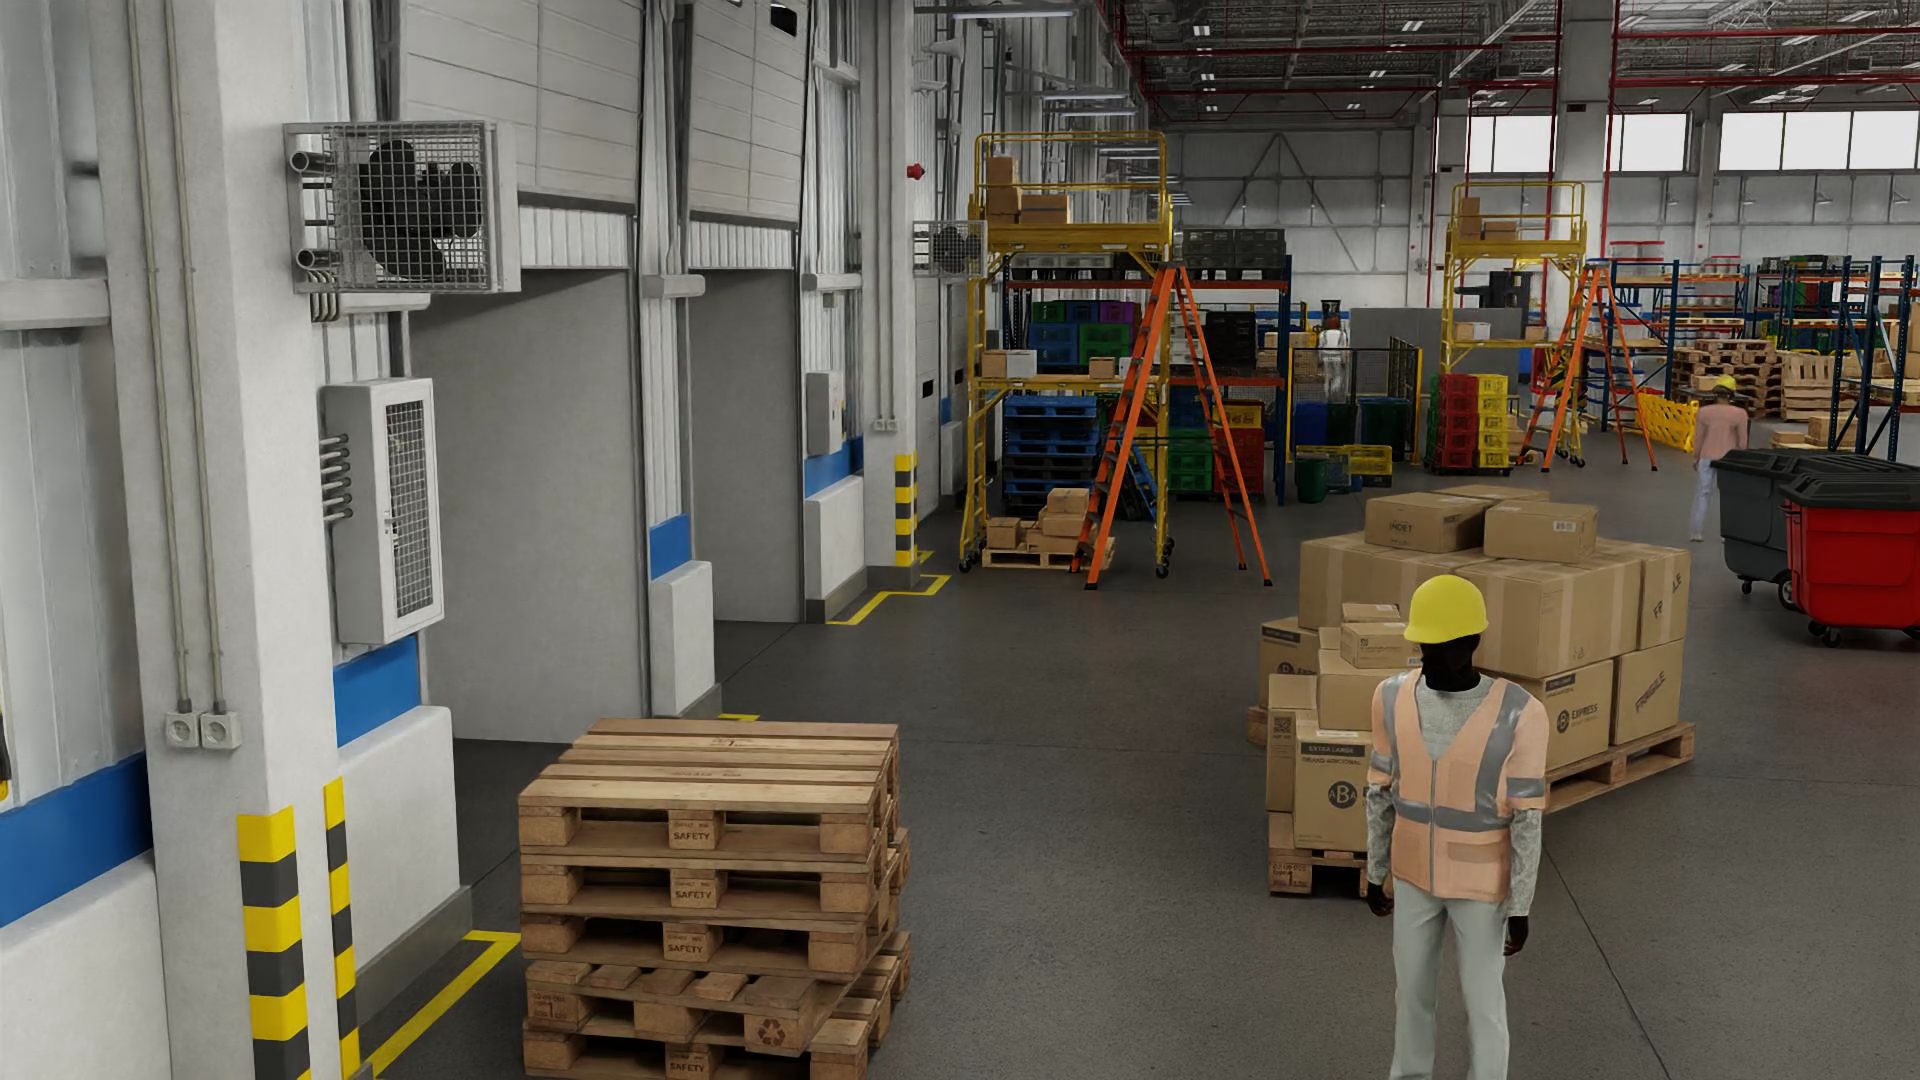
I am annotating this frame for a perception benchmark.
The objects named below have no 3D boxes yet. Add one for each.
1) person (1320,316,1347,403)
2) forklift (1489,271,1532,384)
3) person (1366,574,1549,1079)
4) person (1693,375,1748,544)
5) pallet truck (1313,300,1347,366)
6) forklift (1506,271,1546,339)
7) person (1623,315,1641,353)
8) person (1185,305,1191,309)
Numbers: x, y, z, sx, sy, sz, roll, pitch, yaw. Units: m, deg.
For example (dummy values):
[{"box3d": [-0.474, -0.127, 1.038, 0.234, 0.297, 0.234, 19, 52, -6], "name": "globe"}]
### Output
[{"box3d": [8.025, -3.875, 35.783, 0.594, 1.873, 0.405, 4, 10, 21], "name": "person"}, {"box3d": [13.422, -5.322, 41.591, 1.873, 2.768, 1.129, 1, 9, 9], "name": "forklift"}, {"box3d": [1.532, 1.052, 5.244, 0.584, 1.920, 0.395, 8, 12, 41], "name": "person"}, {"box3d": [7.946, -0.844, 17.402, 0.531, 1.765, 0.327, 7, 11, 36], "name": "person"}, {"box3d": [11.159, -6.200, 49.718, 0.823, 1.965, 1.885, 4, 10, 26], "name": "pallet truck"}, {"box3d": [15.207, -5.962, 45.537, 1.873, 2.768, 1.129, -3, 10, -17], "name": "forklift"}, {"box3d": [18.826, -5.712, 46.959, 0.660, 1.911, 0.836, 6, 11, 32], "name": "person"}, {"box3d": [6.069, -5.315, 44.490, 0.392, 1.927, 0.545, 4, 10, 24], "name": "person"}]
